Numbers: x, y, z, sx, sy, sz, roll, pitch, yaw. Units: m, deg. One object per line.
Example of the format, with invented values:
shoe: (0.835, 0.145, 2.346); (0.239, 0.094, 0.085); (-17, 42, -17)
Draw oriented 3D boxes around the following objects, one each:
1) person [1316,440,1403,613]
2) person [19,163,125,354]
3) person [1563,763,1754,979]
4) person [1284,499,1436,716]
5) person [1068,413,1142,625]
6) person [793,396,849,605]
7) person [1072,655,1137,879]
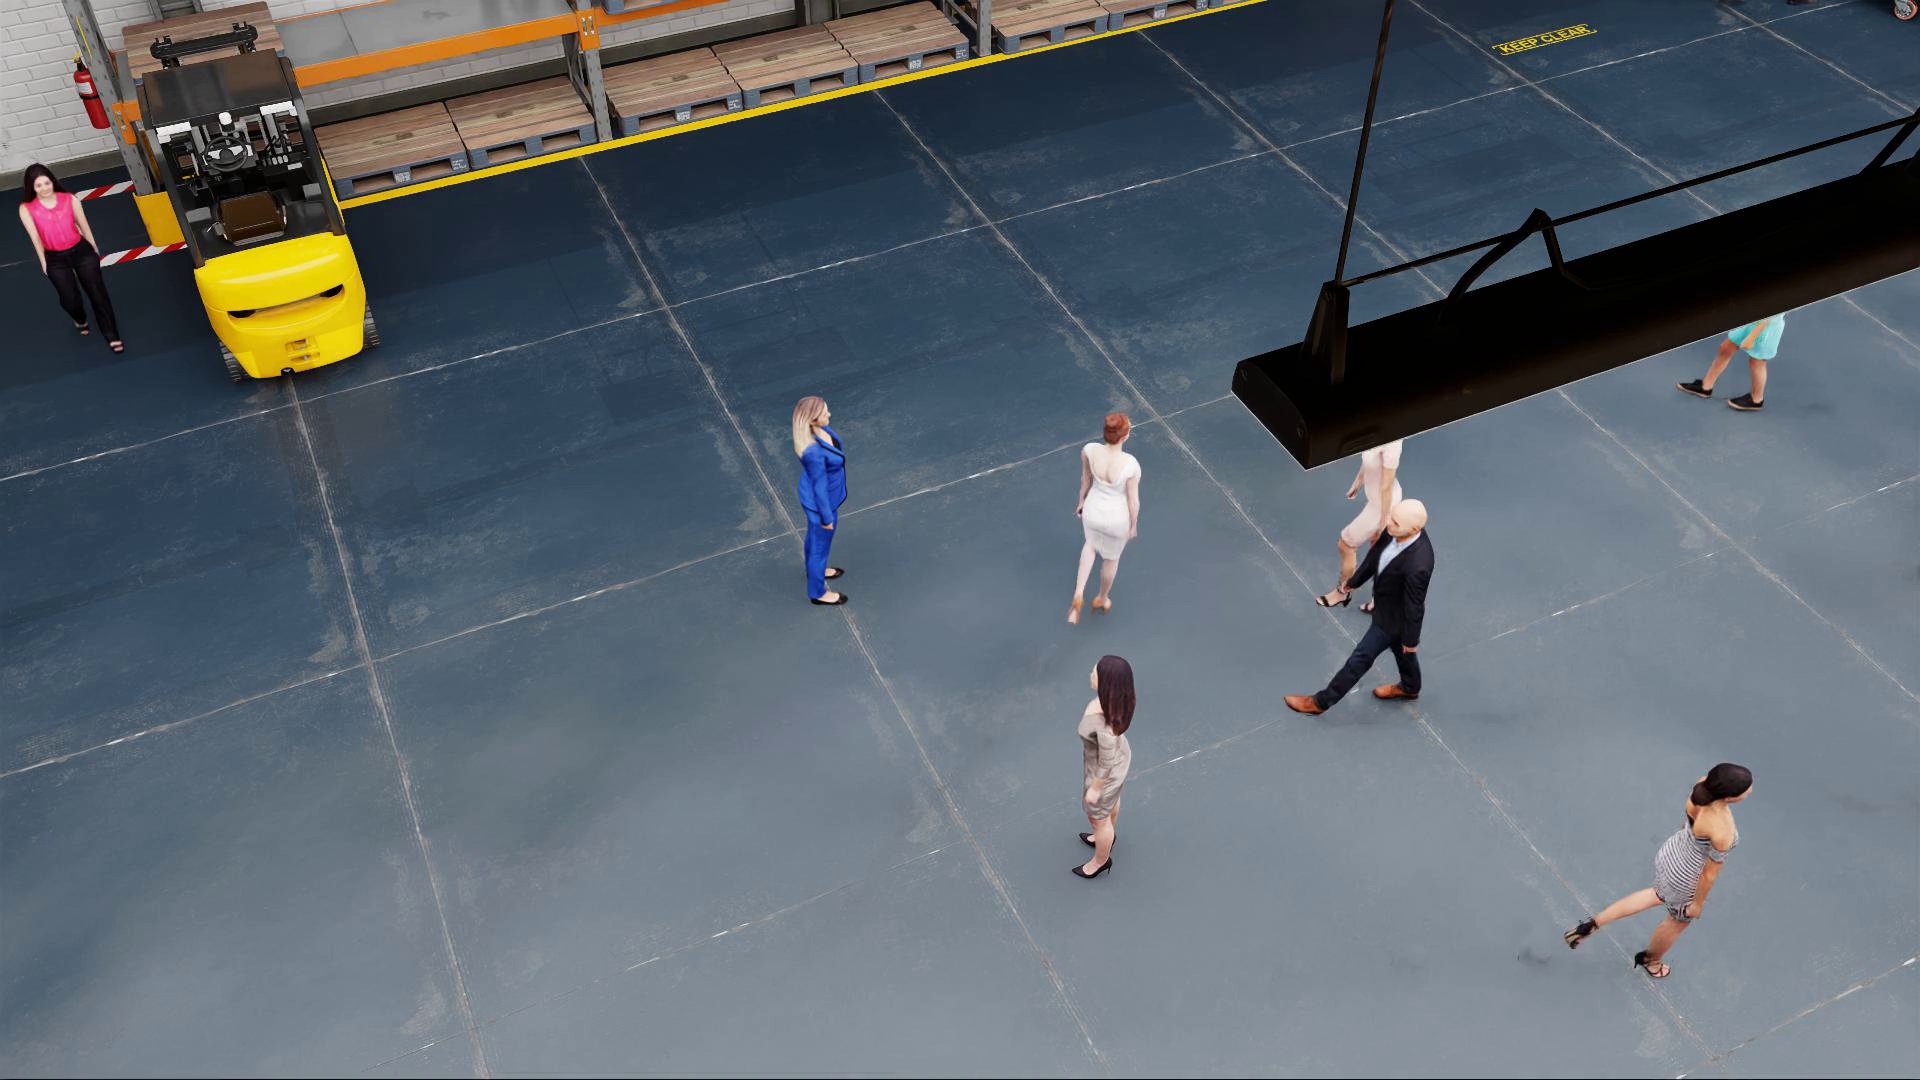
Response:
person: (2.807, -0.207, 10.748); (0.884, 1.795, 0.807); (5, 44, 5)
person: (-6.947, -2.199, 12.945); (0.713, 1.650, 0.739); (-28, 50, -26)
person: (3.679, 1.744, 8.695); (0.992, 1.802, 0.848); (2, 44, 2)
person: (2.719, 0.422, 10.116); (1.263, 1.757, 1.023); (0, 44, 0)
person: (0.881, -0.080, 10.625); (0.800, 1.782, 0.891); (24, 48, 23)
person: (-0.935, -0.265, 10.879); (0.625, 1.700, 0.670); (-7, 44, -7)
person: (0.809, 1.262, 9.242); (0.700, 1.747, 0.660); (10, 45, 10)
